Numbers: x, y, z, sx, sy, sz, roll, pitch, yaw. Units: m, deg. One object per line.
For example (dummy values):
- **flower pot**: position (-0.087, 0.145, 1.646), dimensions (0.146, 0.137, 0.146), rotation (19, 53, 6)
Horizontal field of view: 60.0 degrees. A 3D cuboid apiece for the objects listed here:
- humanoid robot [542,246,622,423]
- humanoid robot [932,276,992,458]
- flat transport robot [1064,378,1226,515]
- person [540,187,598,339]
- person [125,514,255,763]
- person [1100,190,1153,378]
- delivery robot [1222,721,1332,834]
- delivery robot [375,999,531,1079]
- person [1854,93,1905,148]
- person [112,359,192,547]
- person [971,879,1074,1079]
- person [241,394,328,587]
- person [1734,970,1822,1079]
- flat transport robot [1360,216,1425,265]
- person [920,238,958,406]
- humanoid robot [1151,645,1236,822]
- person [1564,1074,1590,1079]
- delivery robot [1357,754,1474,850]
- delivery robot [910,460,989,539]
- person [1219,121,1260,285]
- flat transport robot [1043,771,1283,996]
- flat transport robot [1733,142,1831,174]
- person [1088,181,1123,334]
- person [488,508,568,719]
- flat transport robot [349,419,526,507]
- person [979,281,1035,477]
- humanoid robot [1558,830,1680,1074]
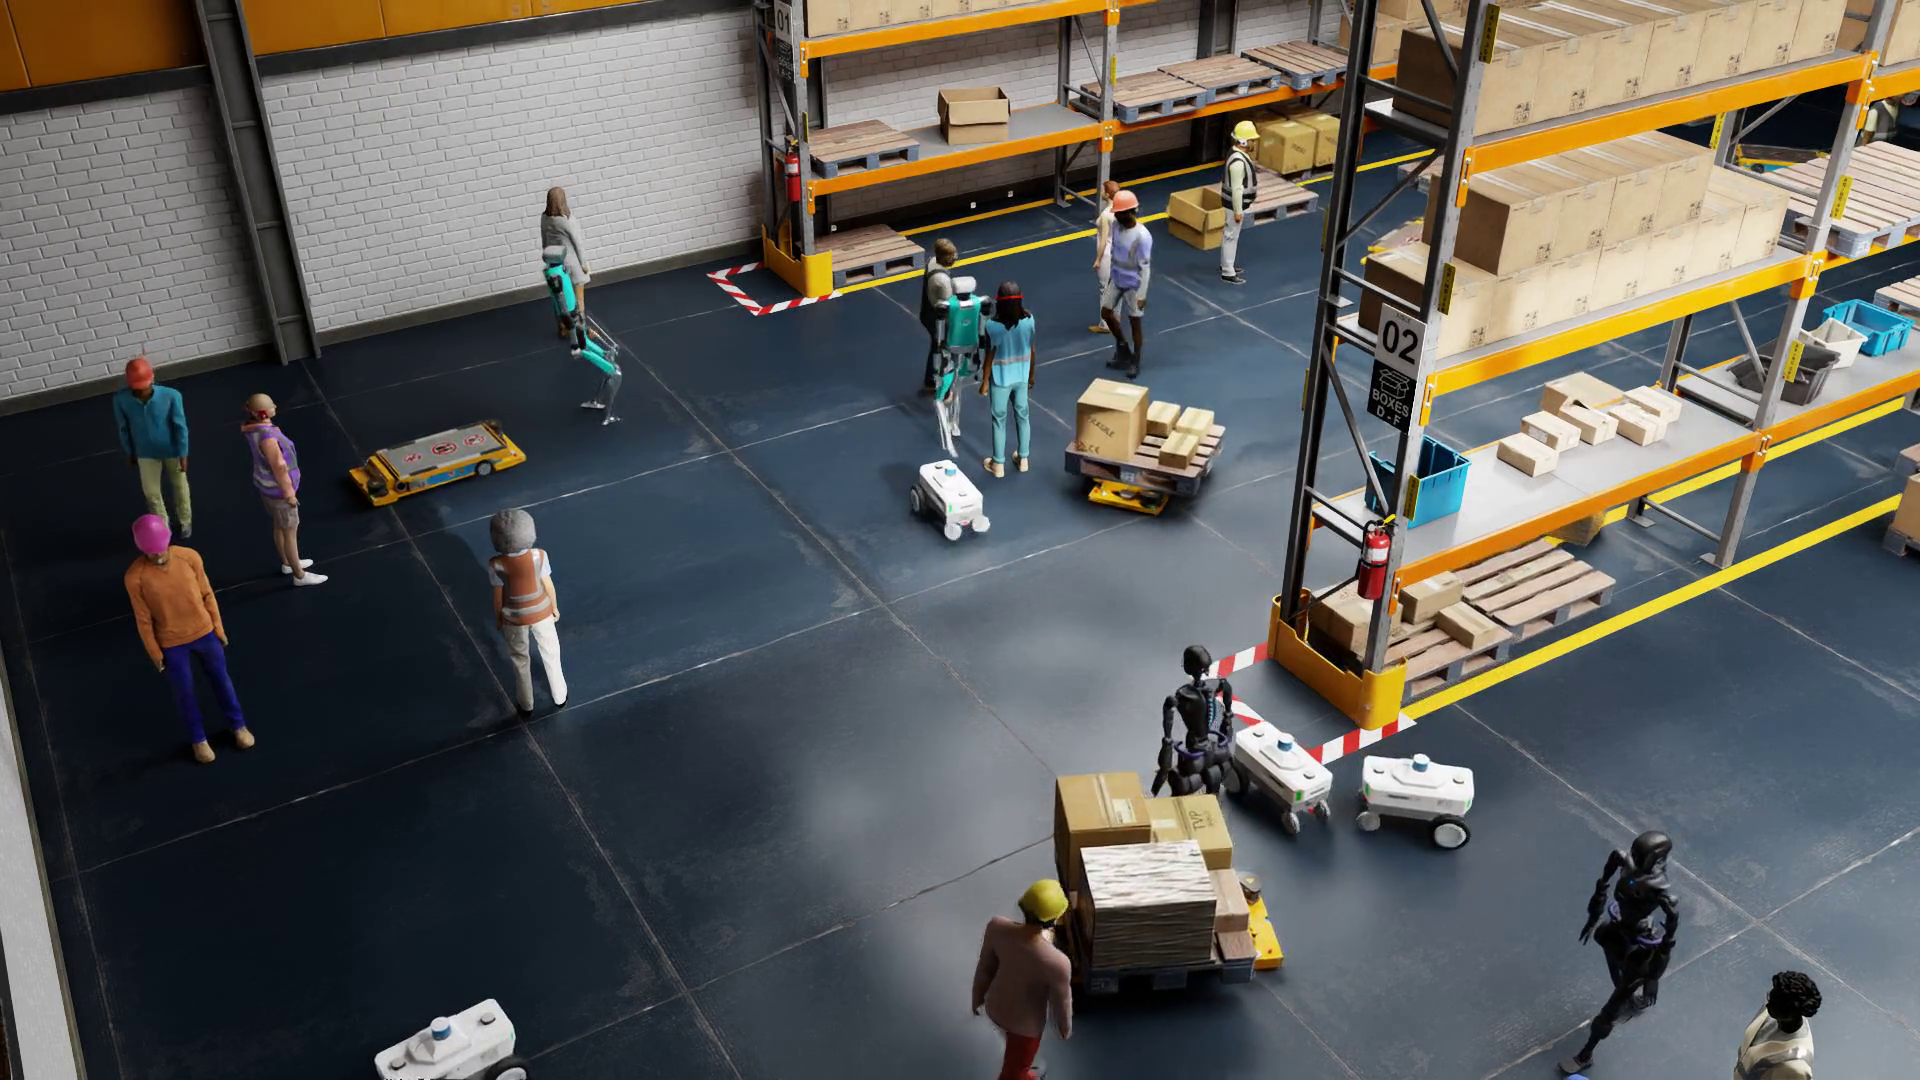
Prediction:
- **humanoid robot**: position (-3.486, -1.958, 15.831), dimensions (0.790, 1.783, 0.537), rotation (-6, 33, -10)
- **humanoid robot**: position (-0.060, -1.698, 15.426), dimensions (0.530, 1.783, 0.822), rotation (-9, 33, -14)
- **flat transport robot**: position (1.713, -0.689, 15.183), dimensions (0.659, 0.231, 1.431), rotation (13, 34, 20)
- **person**: position (-4.108, -2.889, 17.378), dimensions (0.487, 1.661, 0.337), rotation (11, 34, 17)
- **person**: position (-5.330, 0.659, 11.432), dimensions (0.520, 1.972, 0.405), rotation (-23, 39, -32)
- **person**: position (1.666, -2.557, 16.612), dimensions (0.435, 1.912, 0.649), rotation (-22, 38, -31)
- **delivery robot**: position (2.171, 1.576, 11.320), dimensions (0.499, 0.614, 0.815), rotation (-18, 36, -26)
- **delivery robot**: position (-2.795, 2.888, 9.227), dimensions (0.785, 0.614, 0.525), rotation (-22, 38, -31)
- **person**: position (10.994, -4.663, 20.047), dimensions (0.561, 1.836, 0.381), rotation (-19, 37, -28)
- **person**: position (-6.679, -0.723, 13.858), dimensions (0.560, 1.724, 0.606), rotation (-9, 33, -14)
- **person**: position (0.359, 2.464, 8.773), dimensions (0.537, 1.720, 0.794), rotation (25, 40, 34)
- **person**: position (-5.478, -0.409, 13.394), dimensions (0.347, 1.694, 0.481), rotation (-22, 38, -31)
- **person**: position (3.998, 2.787, 8.301), dimensions (0.319, 1.693, 0.531), rotation (7, 33, 11)
- **flat transport robot**: position (5.352, -3.452, 19.589), dimensions (0.659, 0.231, 1.431), rotation (23, 39, 32)
- **person**: position (-0.178, -2.096, 15.999), dimensions (0.404, 1.795, 0.593), rotation (-10, 33, -15)
- **humanoid robot**: position (1.527, 1.421, 10.499), dimensions (0.615, 1.643, 0.480), rotation (-18, 36, -26)
- **person**: position (2.730, 3.124, 7.681), dimensions (0.480, 1.775, 0.326), rotation (-18, 36, -27)
- **delivery robot**: position (3.040, 1.688, 11.110), dimensions (0.757, 0.580, 0.499), rotation (6, 33, 10)
- **delivery robot**: position (-0.080, -0.396, 14.438), dimensions (0.517, 0.586, 0.757), rotation (-13, 34, -20)
- **person**: position (3.122, -3.801, 18.671), dimensions (0.404, 1.835, 0.588), rotation (4, 32, 7)
- **flat transport robot**: position (1.213, 2.395, 10.264), dimensions (1.431, 0.231, 0.659), rotation (-3, 32, -5)
- **flat transport robot**: position (10.913, -5.018, 22.087), dimensions (1.431, 0.231, 0.659), rotation (9, 33, 14)
- **person**: position (1.560, -2.990, 17.539), dimensions (0.284, 1.661, 0.450), rotation (20, 37, 29)
- **person**: position (-3.101, 0.528, 11.902), dimensions (0.455, 1.687, 0.299), rotation (-12, 34, -18)
- **flat transport robot**: position (-4.782, -0.716, 15.225), dimensions (1.431, 0.231, 0.659), rotation (-21, 38, -29)
- **person**: position (0.438, -1.433, 14.866), dimensions (0.516, 1.866, 0.392), rotation (-12, 34, -18)
- **humanoid robot**: position (3.735, 2.232, 9.252), dimensions (0.808, 1.625, 0.586), rotation (-14, 35, -22)
